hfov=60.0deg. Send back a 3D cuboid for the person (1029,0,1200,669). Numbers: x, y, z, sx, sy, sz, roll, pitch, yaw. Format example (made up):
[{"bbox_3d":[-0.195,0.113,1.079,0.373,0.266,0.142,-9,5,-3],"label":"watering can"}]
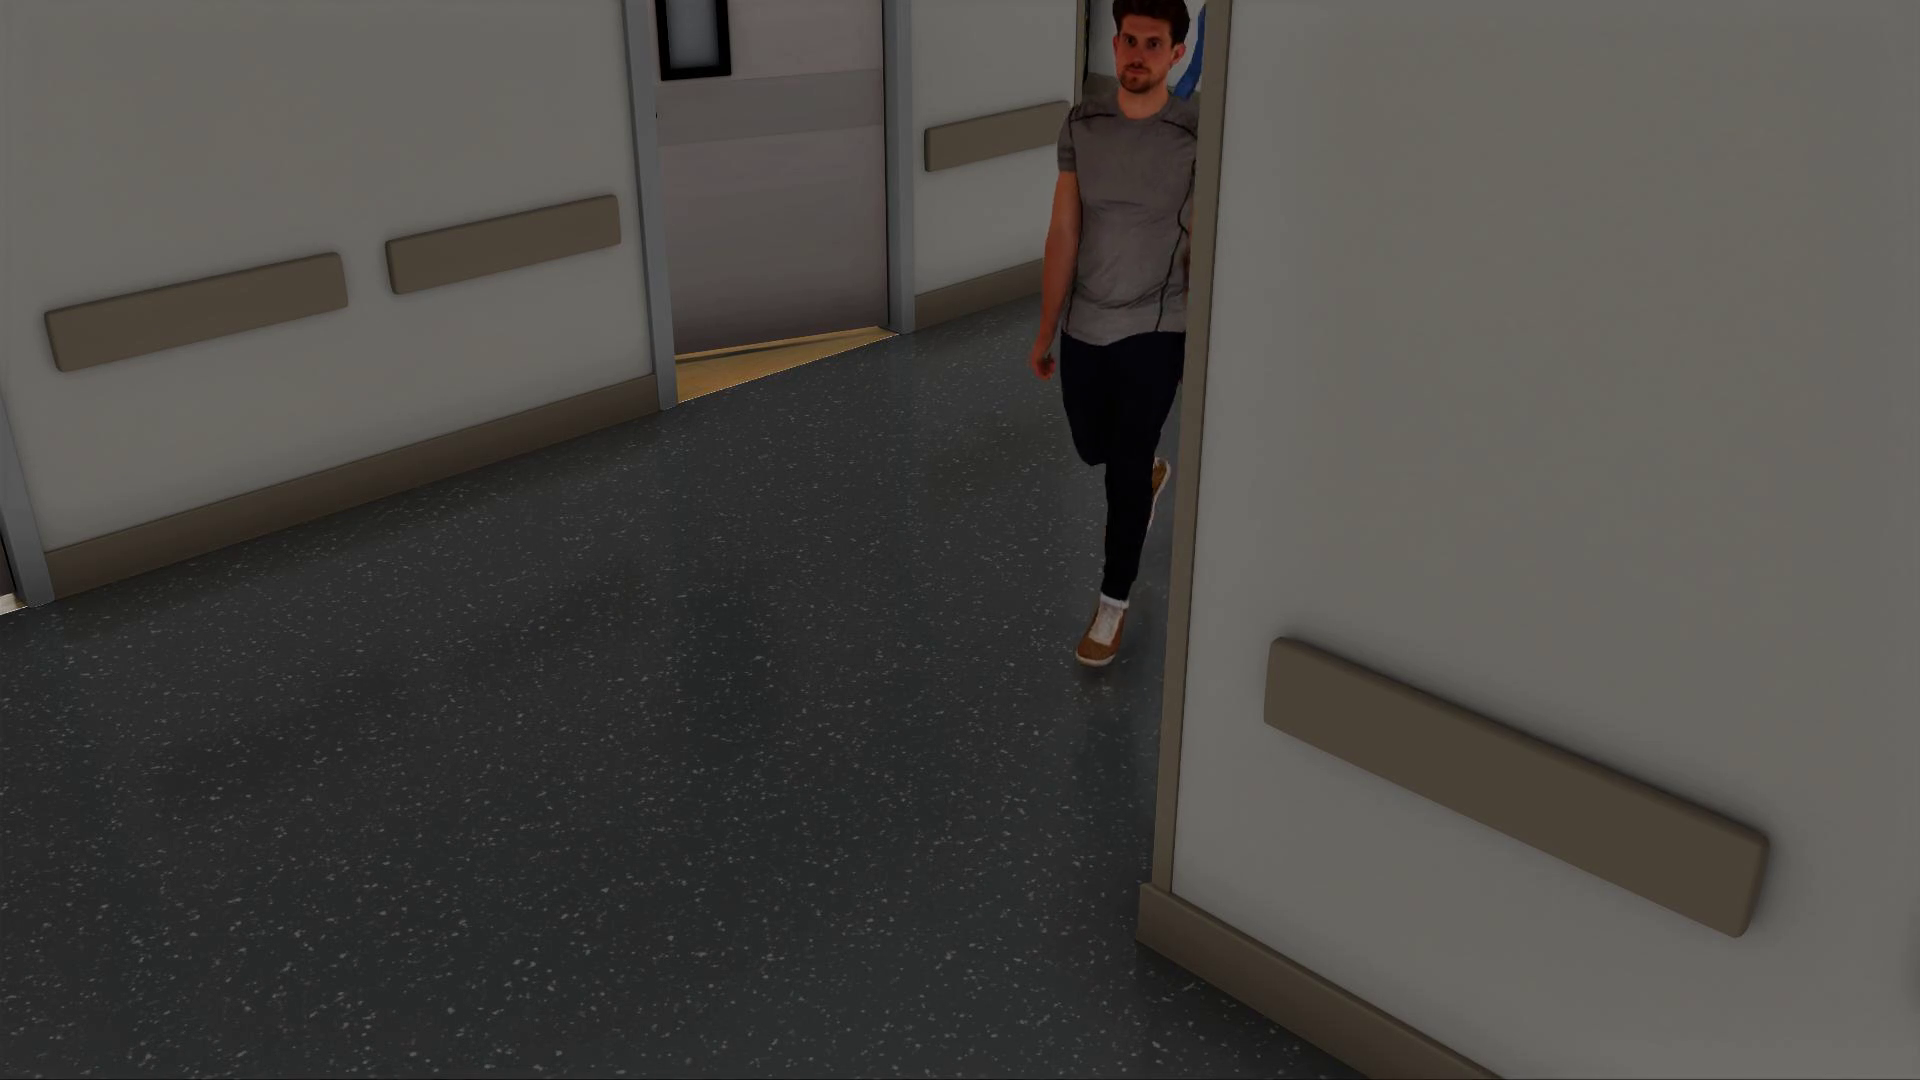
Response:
[{"bbox_3d":[0.500,-0.626,4.779,0.877,1.862,1.232,12,28,24],"label":"person"}]
